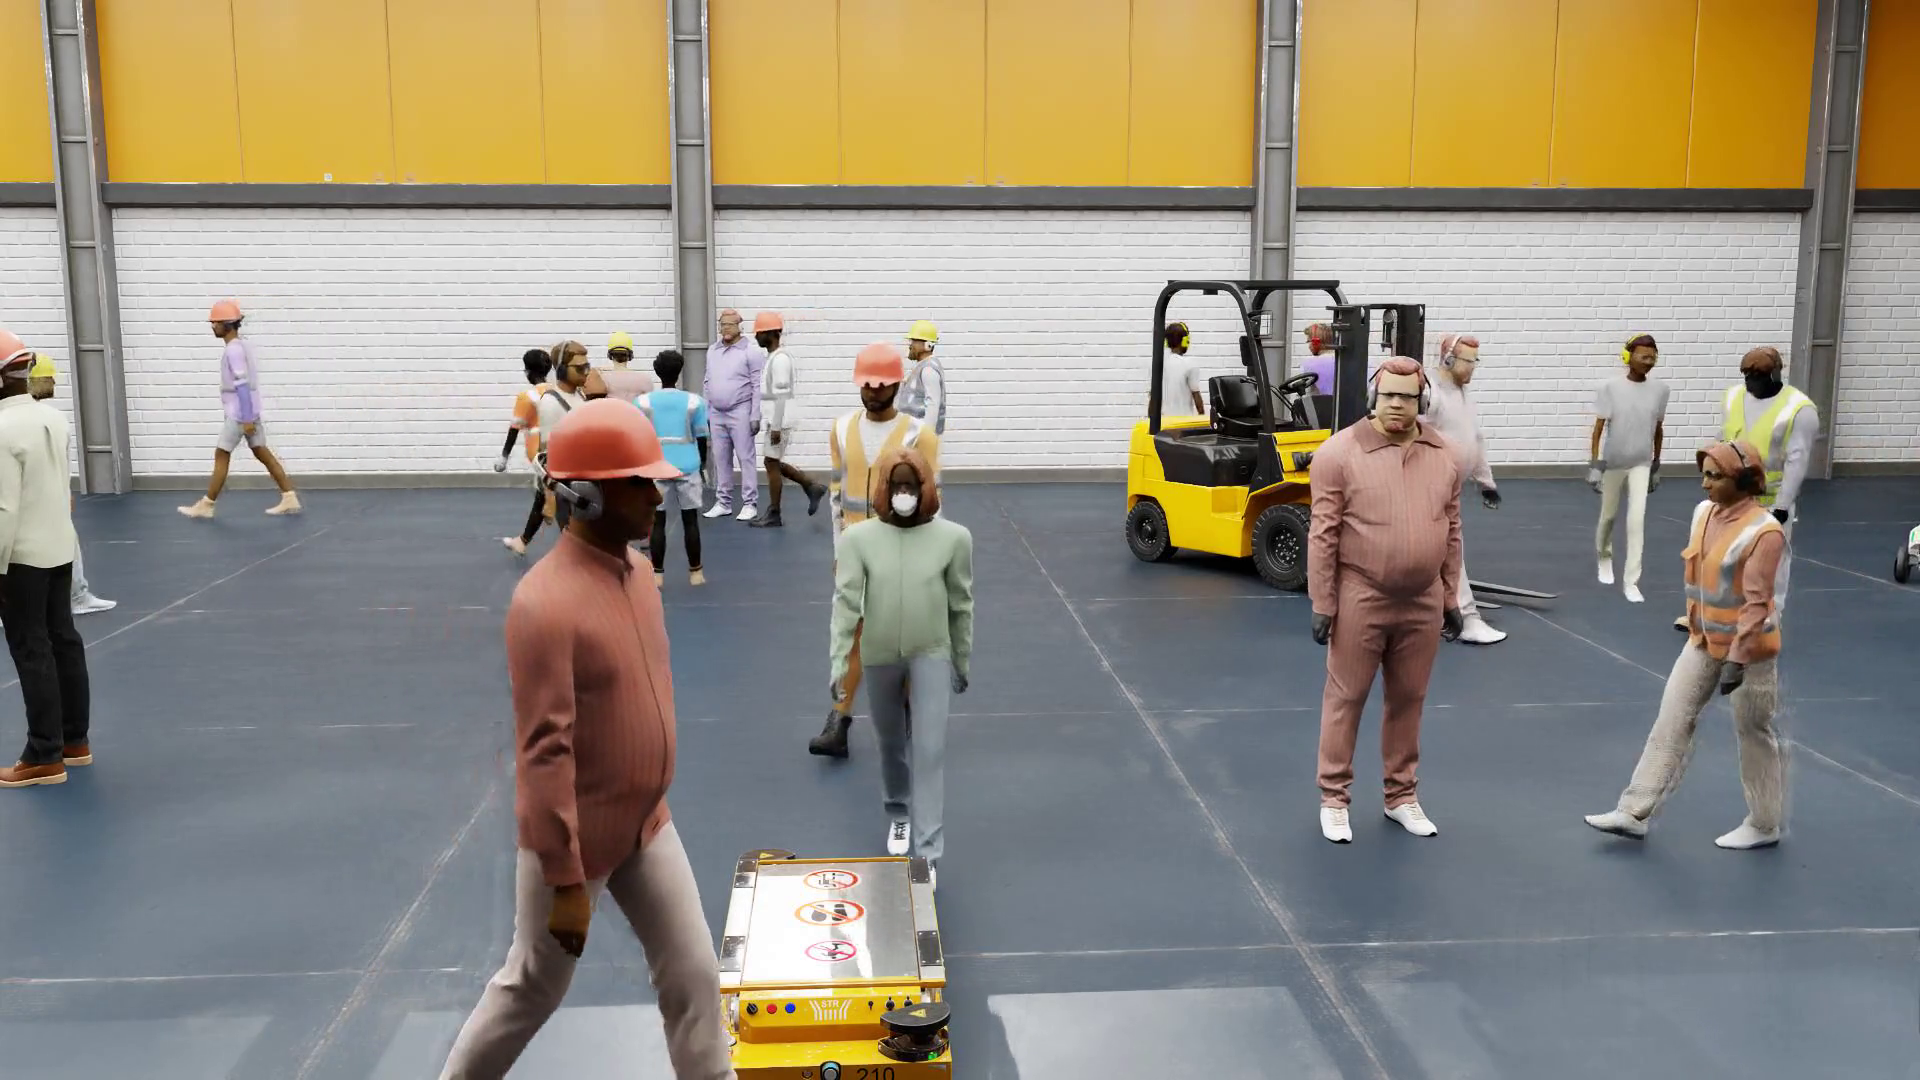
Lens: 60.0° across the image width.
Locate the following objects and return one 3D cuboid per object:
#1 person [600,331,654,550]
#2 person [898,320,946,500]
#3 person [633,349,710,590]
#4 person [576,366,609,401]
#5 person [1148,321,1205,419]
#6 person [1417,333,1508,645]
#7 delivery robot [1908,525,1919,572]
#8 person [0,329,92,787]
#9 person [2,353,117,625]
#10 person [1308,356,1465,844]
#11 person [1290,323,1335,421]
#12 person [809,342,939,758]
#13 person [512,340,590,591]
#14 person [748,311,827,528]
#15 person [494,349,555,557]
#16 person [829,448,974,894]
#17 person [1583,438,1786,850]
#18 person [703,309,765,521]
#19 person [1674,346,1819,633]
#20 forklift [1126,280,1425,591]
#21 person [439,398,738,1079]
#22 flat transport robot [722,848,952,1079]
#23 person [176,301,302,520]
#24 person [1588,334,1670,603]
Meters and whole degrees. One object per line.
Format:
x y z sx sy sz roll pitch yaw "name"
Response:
-2.703 -0.785 13.349 0.527 1.768 0.313 -3 10 -20 "person"
-0.322 -0.940 14.094 0.404 1.836 0.600 -1 9 -7 "person"
-2.030 -0.490 11.713 0.540 1.695 0.317 -2 9 -11 "person"
-2.437 -0.336 11.002 0.349 1.616 0.497 2 9 11 "person"
1.823 -0.958 14.280 0.962 1.830 0.530 -7 12 -38 "person"
2.992 -0.311 10.063 0.935 1.852 0.671 6 11 34 "person"
7.099 -0.012 11.987 0.477 0.478 0.707 8 12 40 "delivery robot"
-4.081 0.077 7.249 0.394 1.985 0.611 0 9 -2 "person"
-5.775 -0.321 10.591 0.783 1.713 0.487 -6 11 -31 "person"
1.679 0.236 6.504 0.649 1.904 0.401 -2 9 -11 "person"
2.975 -0.874 13.718 0.572 1.821 0.482 -7 11 -37 "person"
-0.389 0.059 7.599 0.571 1.904 0.802 3 10 19 "person"
-2.454 -0.304 10.133 0.592 1.827 0.527 1 9 9 "person"
-1.525 -1.055 14.618 0.657 1.914 0.544 -3 9 -17 "person"
-3.224 -0.624 12.664 0.886 1.639 0.557 4 10 21 "person"
-0.213 0.460 6.087 0.522 1.586 0.860 0 9 2 "person"
2.812 0.416 6.285 0.822 1.597 0.528 -2 9 -9 "person"
-2.076 -1.131 15.078 0.651 1.907 0.409 5 10 29 "person"
4.760 -0.265 10.050 0.911 1.778 0.684 -6 11 -34 "person"
2.301 -0.860 12.475 1.214 2.155 2.313 -6 11 -35 "forklift"
-0.848 0.643 3.822 1.039 1.947 0.634 3 9 16 "person"
-0.394 1.269 5.127 0.652 0.197 1.431 -1 9 -4 "flat transport robot"
-6.556 -1.170 15.105 1.069 1.984 0.630 -2 9 -14 "person"
4.647 -0.530 11.632 0.525 1.832 0.968 2 9 11 "person"
